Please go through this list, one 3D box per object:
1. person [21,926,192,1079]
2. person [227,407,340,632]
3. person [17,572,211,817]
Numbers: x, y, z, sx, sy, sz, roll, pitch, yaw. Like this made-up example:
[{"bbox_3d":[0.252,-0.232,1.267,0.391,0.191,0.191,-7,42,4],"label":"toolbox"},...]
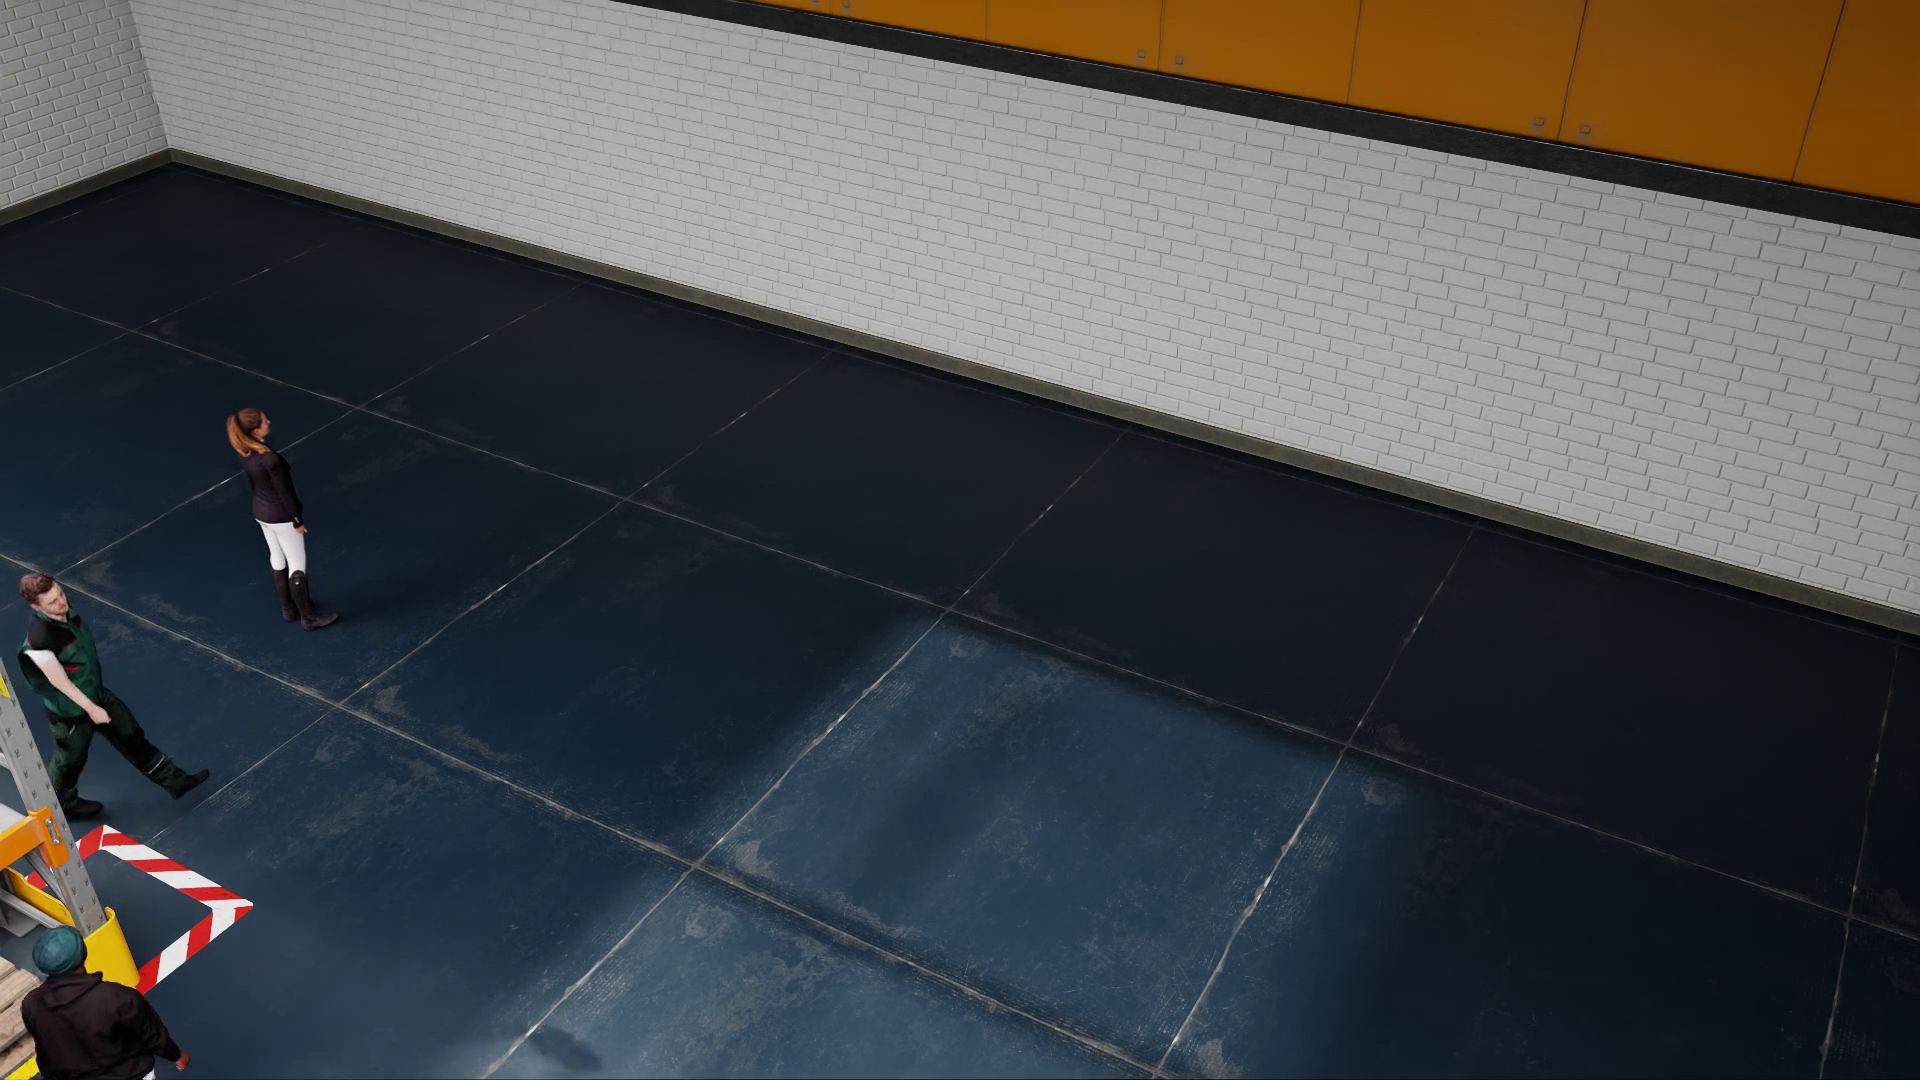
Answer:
[{"bbox_3d":[-3.837,2.495,7.446,0.954,1.786,1.146,3,34,5],"label":"person"},{"bbox_3d":[-4.702,-0.152,11.478,0.599,1.729,0.578,23,40,31],"label":"person"},{"bbox_3d":[-5.259,0.976,9.747,1.153,1.767,1.193,-4,34,-6],"label":"person"}]
